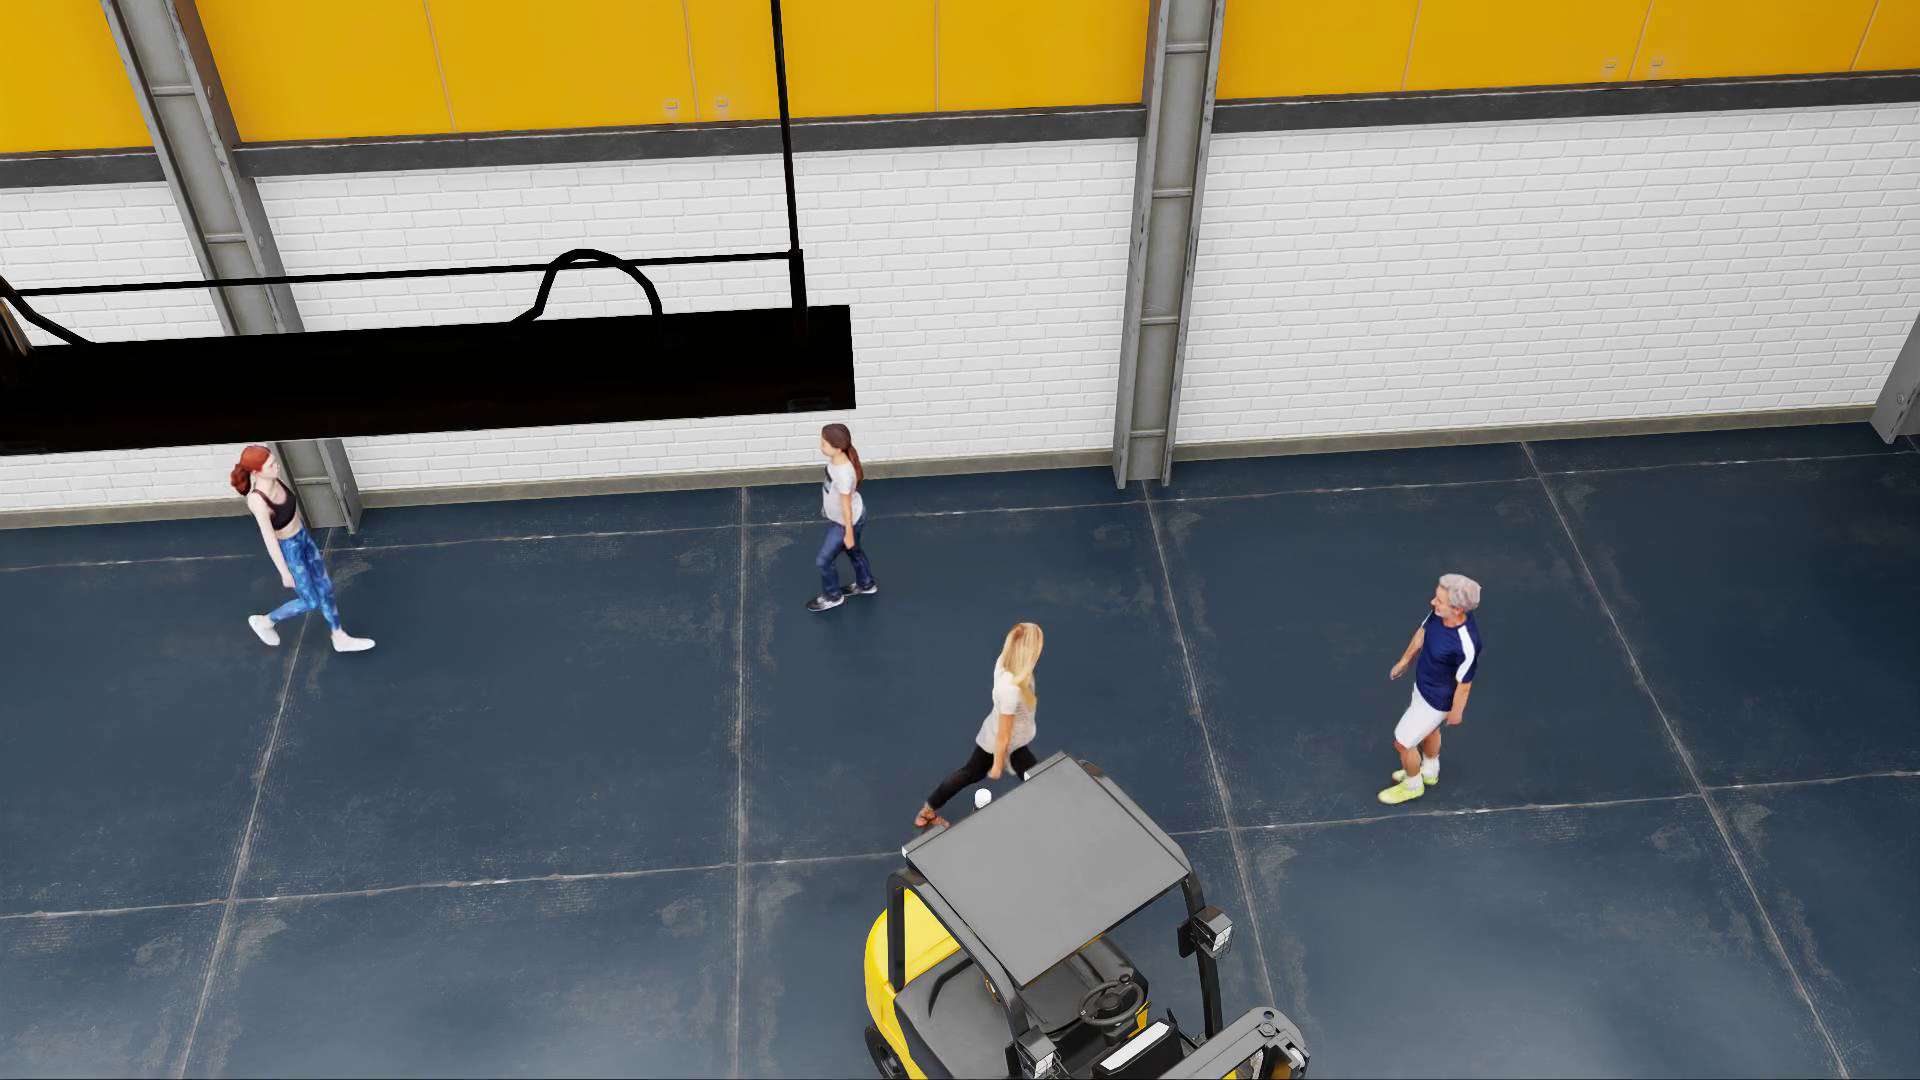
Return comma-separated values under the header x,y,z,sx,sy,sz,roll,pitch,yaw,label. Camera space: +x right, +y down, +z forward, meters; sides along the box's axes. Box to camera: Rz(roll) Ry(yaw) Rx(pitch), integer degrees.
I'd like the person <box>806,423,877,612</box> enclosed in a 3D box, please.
x,y,z,sx,sy,sz,roll,pitch,yaw,label
-0.701,-0.166,11.120,0.732,1.542,0.570,-6,44,-7,person

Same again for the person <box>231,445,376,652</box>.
x,y,z,sx,sy,sz,roll,pitch,yaw,label
-4.348,0.105,10.671,0.967,1.769,0.581,-2,44,-2,person

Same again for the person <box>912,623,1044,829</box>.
x,y,z,sx,sy,sz,roll,pitch,yaw,label
0.157,1.177,9.549,1.251,1.766,0.636,-6,44,-6,person

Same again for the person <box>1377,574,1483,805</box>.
x,y,z,sx,sy,sz,roll,pitch,yaw,label
2.900,0.873,9.830,0.652,1.818,0.646,-2,44,-2,person
